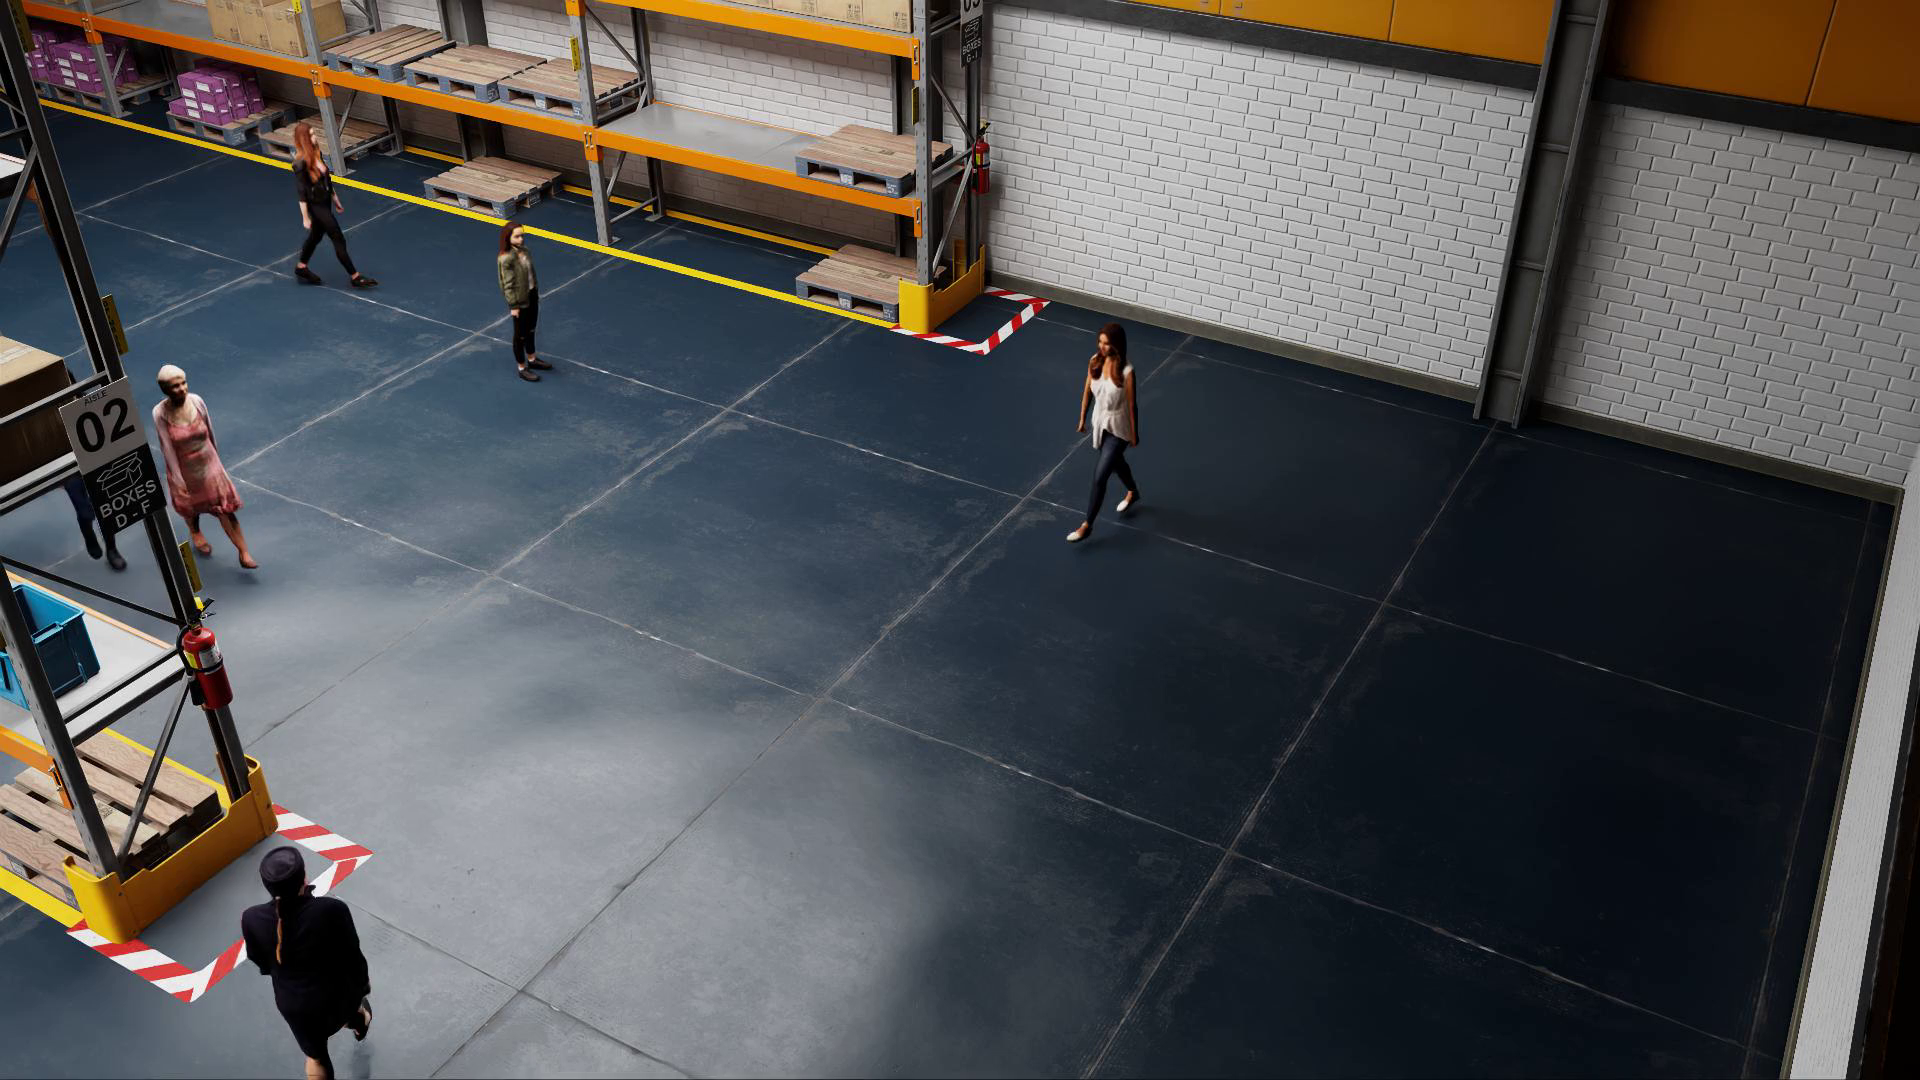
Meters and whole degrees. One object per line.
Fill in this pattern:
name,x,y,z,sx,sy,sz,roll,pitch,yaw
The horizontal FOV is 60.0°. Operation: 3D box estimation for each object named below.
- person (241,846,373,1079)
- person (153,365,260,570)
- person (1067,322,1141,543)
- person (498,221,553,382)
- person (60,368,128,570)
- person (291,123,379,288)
person,-3.189,2.265,8.172,1.121,1.636,1.147,-5,34,-8
person,-5.757,-0.543,12.387,1.129,1.646,0.761,27,42,34
person,1.220,-0.876,12.811,0.892,1.731,1.123,-28,43,-35
person,-3.953,-2.173,14.994,0.573,1.475,0.621,10,35,15
person,-6.539,-0.566,12.347,0.736,1.728,0.658,27,42,34
person,-6.438,-3.292,16.499,1.214,1.672,0.922,4,34,6
